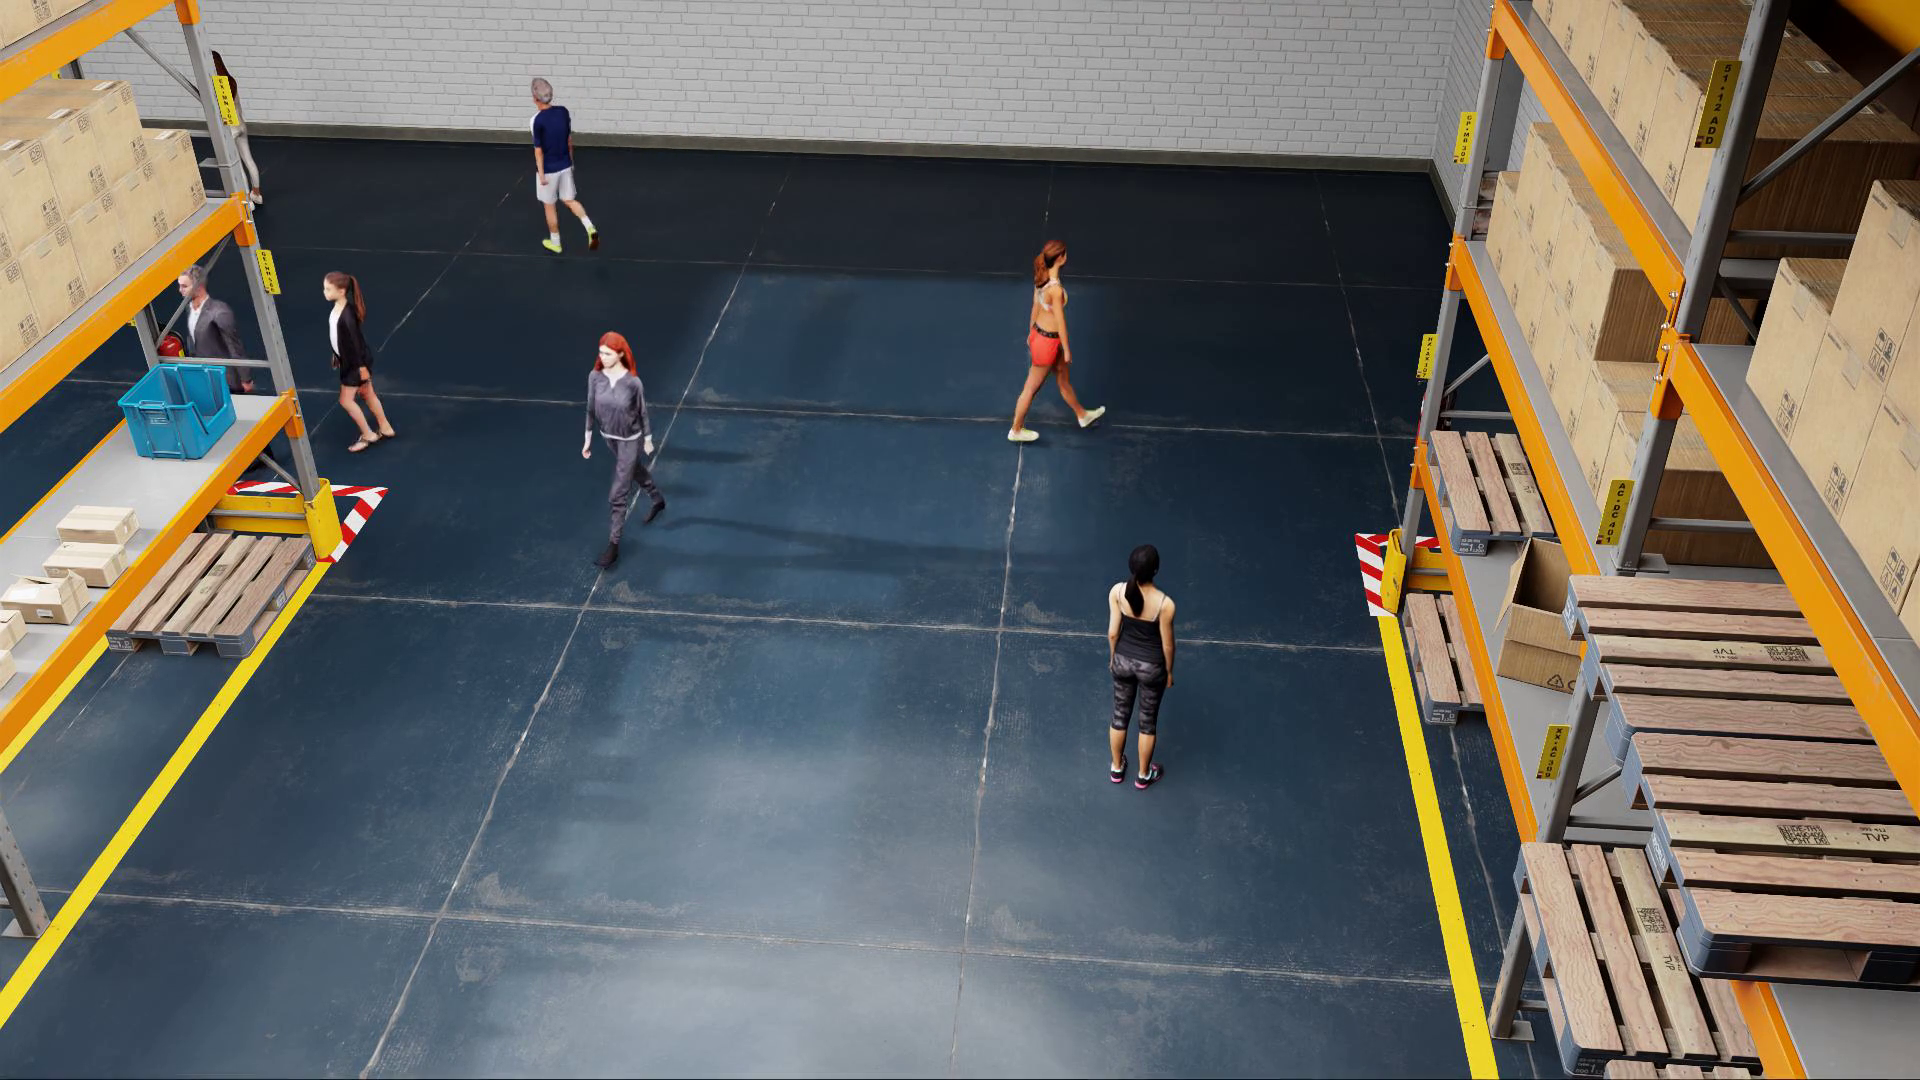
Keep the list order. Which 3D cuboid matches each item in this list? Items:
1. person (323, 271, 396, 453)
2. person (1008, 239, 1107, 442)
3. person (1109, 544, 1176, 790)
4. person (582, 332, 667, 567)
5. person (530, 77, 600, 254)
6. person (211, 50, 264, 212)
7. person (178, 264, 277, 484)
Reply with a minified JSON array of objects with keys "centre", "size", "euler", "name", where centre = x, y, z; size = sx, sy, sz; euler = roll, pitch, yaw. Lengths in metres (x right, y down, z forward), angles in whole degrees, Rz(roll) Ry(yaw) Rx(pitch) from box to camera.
[{"centre":[-4.855,-1.489,13.555],"size":[0.741,1.538,0.687],"euler":[-16,37,-22],"name":"person"},{"centre":[0.602,-1.550,13.453],"size":[0.935,1.754,1.113],"euler":[-9,35,-13],"name":"person"},{"centre":[1.073,0.764,9.994],"size":[0.639,1.729,0.644],"euler":[14,36,21],"name":"person"},{"centre":[-2.450,-0.751,12.281],"size":[0.876,1.720,1.248],"euler":[15,36,21],"name":"person"},{"centre":[-3.990,-3.704,16.629],"size":[1.036,1.824,1.050],"euler":[24,40,31],"name":"person"},{"centre":[-7.760,-4.367,17.729],"size":[0.706,1.712,0.541],"euler":[9,35,13],"name":"person"},{"centre":[-5.720,-1.344,13.083],"size":[0.992,1.821,1.061],"euler":[27,42,34],"name":"person"}]
